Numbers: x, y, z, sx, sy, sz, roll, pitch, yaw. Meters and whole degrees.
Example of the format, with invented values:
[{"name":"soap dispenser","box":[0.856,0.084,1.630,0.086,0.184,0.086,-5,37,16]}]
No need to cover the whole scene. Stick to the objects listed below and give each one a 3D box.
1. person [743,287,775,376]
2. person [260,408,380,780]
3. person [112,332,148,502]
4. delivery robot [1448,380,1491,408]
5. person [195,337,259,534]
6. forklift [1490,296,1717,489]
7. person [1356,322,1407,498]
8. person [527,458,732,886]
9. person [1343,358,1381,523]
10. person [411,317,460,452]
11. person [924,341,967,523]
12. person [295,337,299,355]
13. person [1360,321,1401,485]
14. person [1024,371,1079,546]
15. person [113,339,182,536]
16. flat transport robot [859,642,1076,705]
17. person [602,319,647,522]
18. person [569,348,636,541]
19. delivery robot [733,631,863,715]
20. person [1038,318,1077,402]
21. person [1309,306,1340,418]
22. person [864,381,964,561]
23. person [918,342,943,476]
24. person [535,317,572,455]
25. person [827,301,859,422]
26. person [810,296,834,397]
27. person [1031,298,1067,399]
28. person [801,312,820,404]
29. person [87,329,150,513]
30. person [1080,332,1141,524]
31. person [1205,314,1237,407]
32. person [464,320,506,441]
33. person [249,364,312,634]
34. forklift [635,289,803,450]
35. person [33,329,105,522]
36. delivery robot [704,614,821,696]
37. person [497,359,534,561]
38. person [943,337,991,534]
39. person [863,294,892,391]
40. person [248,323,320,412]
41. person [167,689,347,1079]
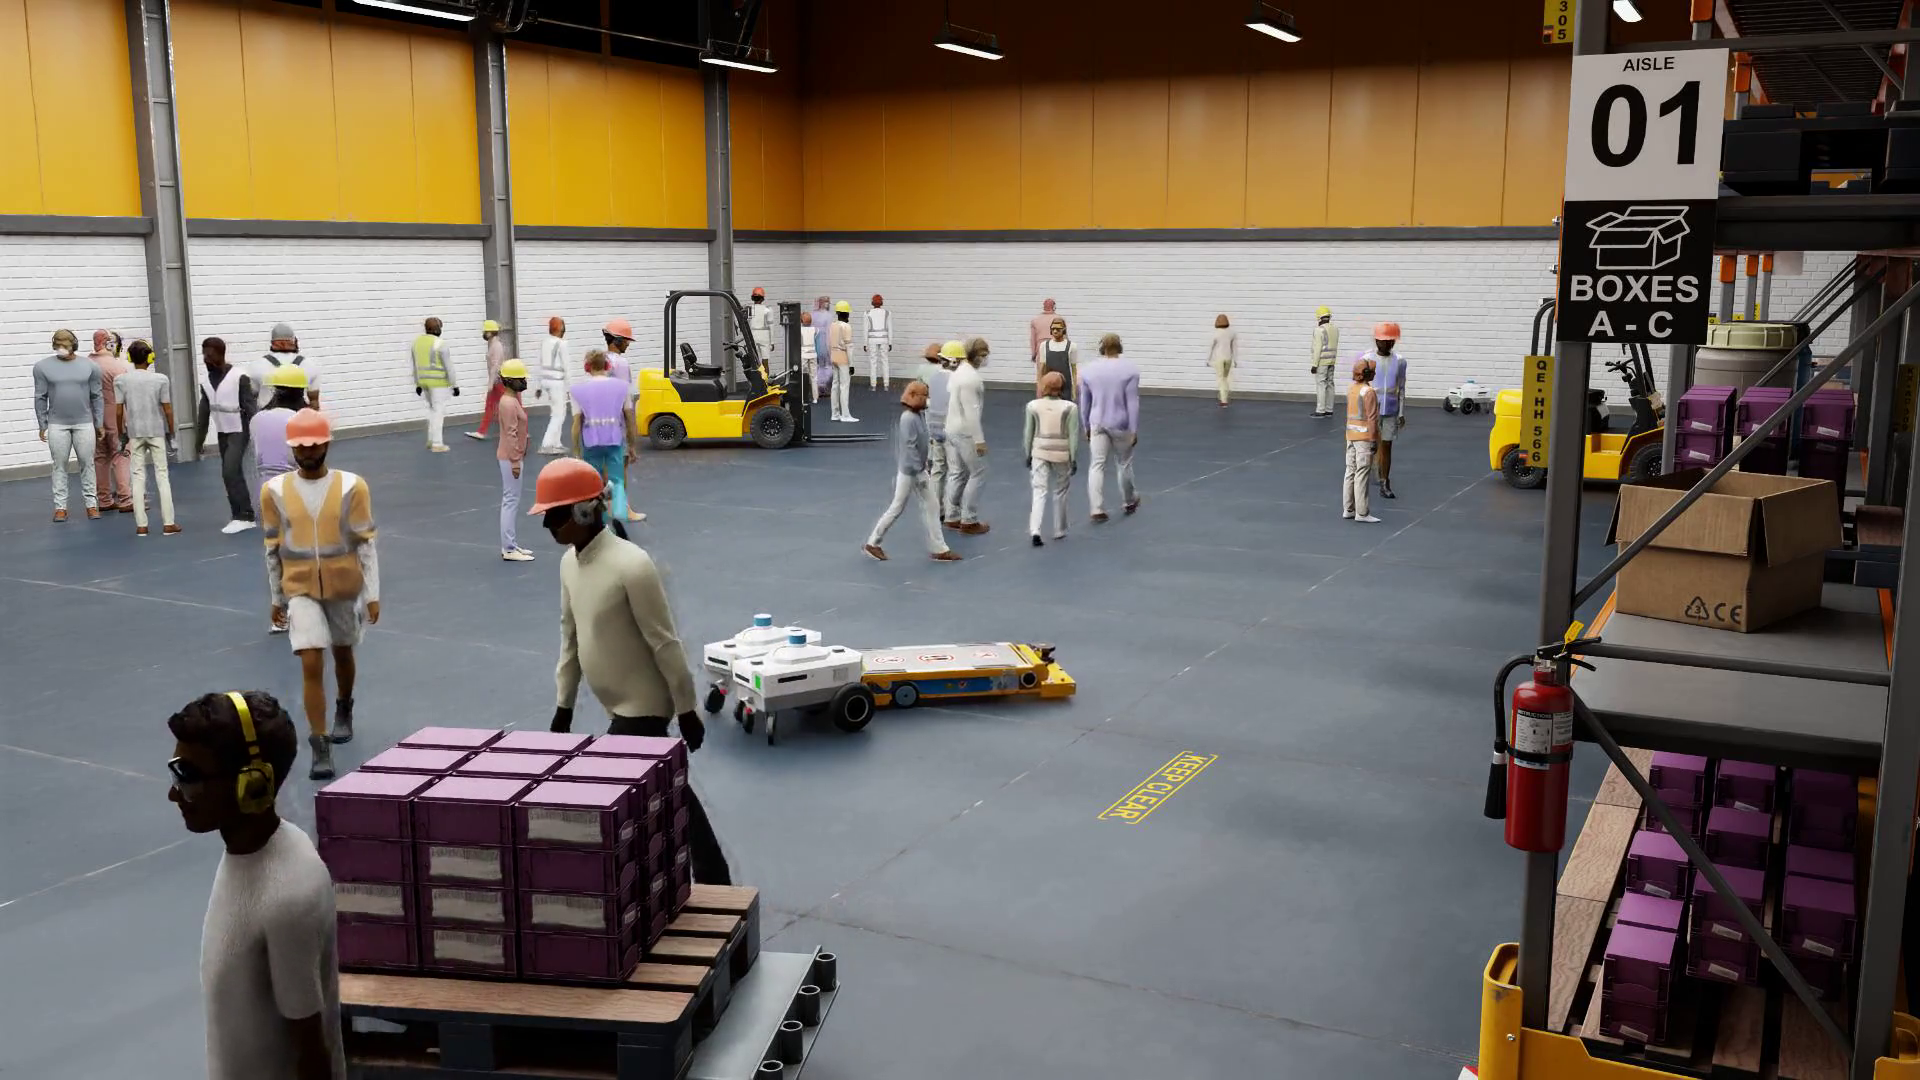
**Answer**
[{"name":"person","box":[-3.835,-3.801,31.729,0.613,2.043,0.374,0,10,-1]},{"name":"person","box":[-3.374,0.235,8.814,0.556,1.895,0.972,-3,10,-18]},{"name":"person","box":[-9.061,-1.302,17.843,0.632,1.837,0.521,1,10,8]},{"name":"delivery robot","box":[8.573,-2.454,27.961,0.707,0.478,0.477,-5,11,-25]},{"name":"person","box":[-7.028,-0.997,15.939,0.647,1.888,0.681,5,11,25]},{"name":"forklift","box":[7.296,-1.677,18.993,2.313,2.155,1.214,5,11,27]},{"name":"person","box":[4.611,-1.412,18.202,0.549,1.936,0.376,0,10,-1]},{"name":"person","box":[-1.337,0.634,6.437,1.062,1.906,0.628,-6,12,-32]},{"name":"person","box":[4.023,-0.996,16.654,0.307,1.641,0.514,-3,10,-14]},{"name":"person","box":[-7.049,-2.100,22.506,0.642,1.826,0.550,6,11,31]},{"name":"person","box":[-0.090,-1.041,16.366,0.403,1.828,0.594,-8,13,-40]},{"name":"person","box":[-8.179,-1.655,20.365,0.440,1.680,0.540,-5,11,-29]},{"name":"person","box":[4.856,-1.609,19.431,0.575,1.907,0.696,-2,10,-9]},{"name":"person","box":[0.832,-0.760,15.384,0.523,1.606,0.808,3,10,15]},{"name":"person","box":[-7.744,-0.968,15.833,0.516,1.871,0.325,-3,10,-14]},{"name":"flat transport robot","box":[-0.063,0.808,10.171,1.431,0.197,0.652,-2,10,-10]},{"name":"person","box":[-3.412,-1.191,16.647,0.387,2.034,0.605,-8,13,-38]},{"name":"person","box":[-3.271,-0.855,15.319,0.597,1.820,0.693,-4,11,-22]},{"name":"delivery robot","box":[-0.912,0.758,9.367,0.707,0.478,0.477,-6,12,-33]},{"name":"person","box":[1.277,-1.987,21.795,0.513,1.845,0.335,2,10,12]},{"name":"person","box":[5.917,-2.894,27.098,0.591,1.829,0.404,-9,13,-42]},{"name":"person","box":[-0.436,-0.594,14.464,0.853,1.592,0.500,3,10,17]},{"name":"person","box":[-0.301,-1.574,20.049,0.511,1.616,0.342,9,13,41]},{"name":"person","box":[-5.469,-2.057,22.219,0.555,1.846,0.584,-9,13,-42]},{"name":"person","box":[-1.872,-2.835,26.472,0.371,1.927,0.588,-8,13,-39]},{"name":"person","box":[-2.510,-3.594,30.952,0.431,1.891,0.674,-9,13,-41]},{"name":"person","box":[1.560,-3.254,28.966,0.651,1.904,0.403,3,10,19]},{"name":"person","box":[-2.719,-3.222,29.533,0.514,1.645,0.307,-5,11,-27]},{"name":"person","box":[-8.786,-1.232,17.252,0.643,1.908,0.411,4,11,23]},{"name":"person","box":[1.540,-1.141,16.784,0.633,1.882,1.024,4,10,21]},{"name":"person","box":[4.560,-3.142,29.155,0.519,1.603,0.721,-3,10,-17]},{"name":"person","box":[-6.630,-2.257,23.678,0.885,1.722,0.548,-4,11,-24]},{"name":"person","box":[-4.720,-0.308,11.911,0.597,1.906,0.745,3,10,15]},{"name":"forklift","box":[-3.358,-2.392,23.136,2.313,2.155,1.214,-1,10,-5]},{"name":"person","box":[-8.941,-1.156,16.735,0.627,1.934,0.370,-5,11,-28]},{"name":"delivery robot","box":[-1.158,0.682,9.810,0.477,0.478,0.707,9,13,42]},{"name":"person","box":[-3.893,-0.702,14.588,0.328,1.767,0.532,-3,10,-15]},{"name":"person","box":[0.080,-0.981,15.831,0.461,1.903,0.642,-1,10,-6]},{"name":"person","box":[-1.603,-3.845,32.449,0.575,1.882,0.362,-2,10,-9]},{"name":"person","box":[-6.853,-1.241,16.914,0.683,2.000,1.010,-6,12,-32]},{"name":"person","box":[-1.366,1.184,3.451,0.871,1.839,0.519,-5,11,-28]}]
